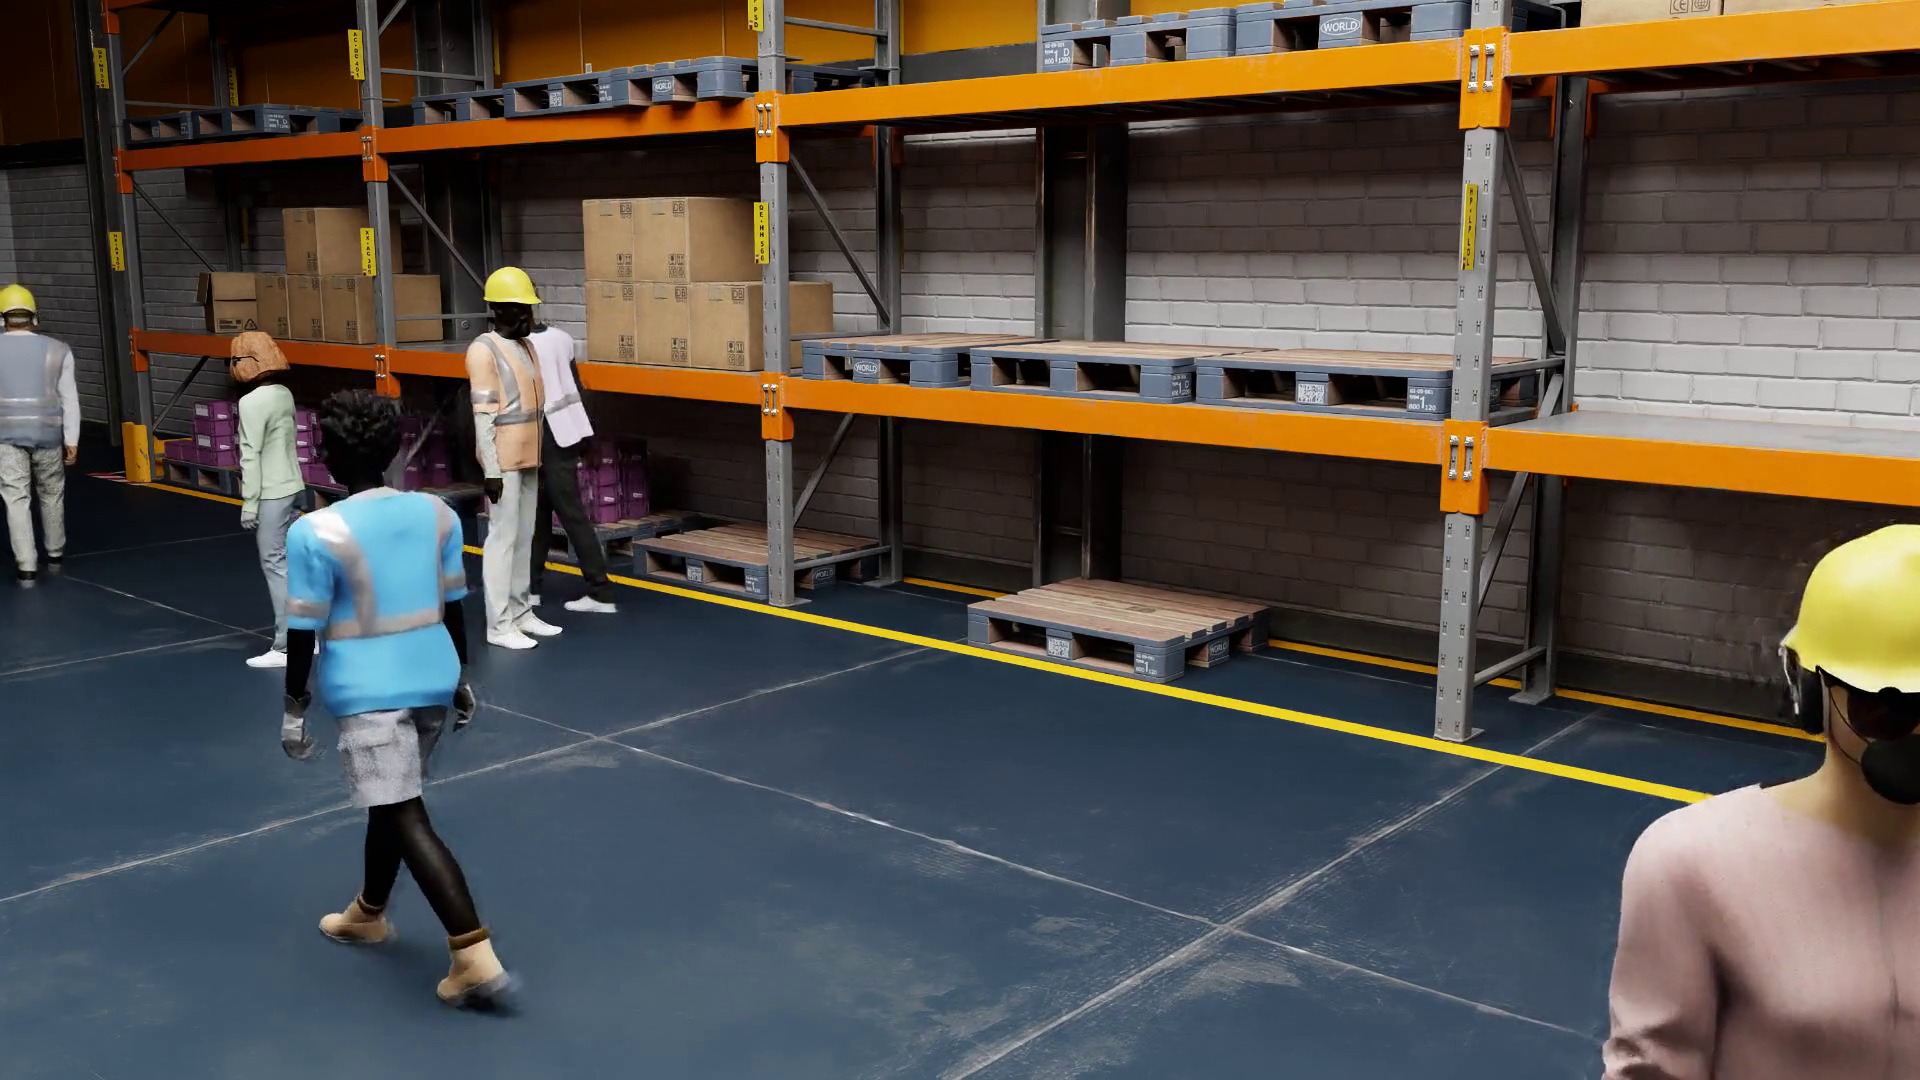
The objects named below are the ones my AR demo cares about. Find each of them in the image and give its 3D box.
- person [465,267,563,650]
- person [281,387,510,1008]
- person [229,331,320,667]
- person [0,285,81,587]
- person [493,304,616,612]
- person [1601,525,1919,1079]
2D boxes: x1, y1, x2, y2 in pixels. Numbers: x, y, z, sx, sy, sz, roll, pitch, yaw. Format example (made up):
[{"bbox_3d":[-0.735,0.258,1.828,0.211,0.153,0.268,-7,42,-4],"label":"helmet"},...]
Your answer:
[{"bbox_3d":[-2.265,-0.416,8.469,0.369,1.925,0.594,2,10,9],"label":"person"},{"bbox_3d":[-1.529,0.417,4.519,0.869,1.659,0.542,6,12,30],"label":"person"},{"bbox_3d":[-3.345,-0.197,8.092,0.286,1.624,0.494,0,10,-2],"label":"person"},{"bbox_3d":[-5.716,-0.646,10.158,0.609,1.792,0.898,-6,12,-31],"label":"person"},{"bbox_3d":[-2.336,-0.502,9.163,0.881,1.855,0.605,2,10,10],"label":"person"},{"bbox_3d":[0.999,0.819,1.979,0.534,1.737,0.790,1,10,5],"label":"person"}]
